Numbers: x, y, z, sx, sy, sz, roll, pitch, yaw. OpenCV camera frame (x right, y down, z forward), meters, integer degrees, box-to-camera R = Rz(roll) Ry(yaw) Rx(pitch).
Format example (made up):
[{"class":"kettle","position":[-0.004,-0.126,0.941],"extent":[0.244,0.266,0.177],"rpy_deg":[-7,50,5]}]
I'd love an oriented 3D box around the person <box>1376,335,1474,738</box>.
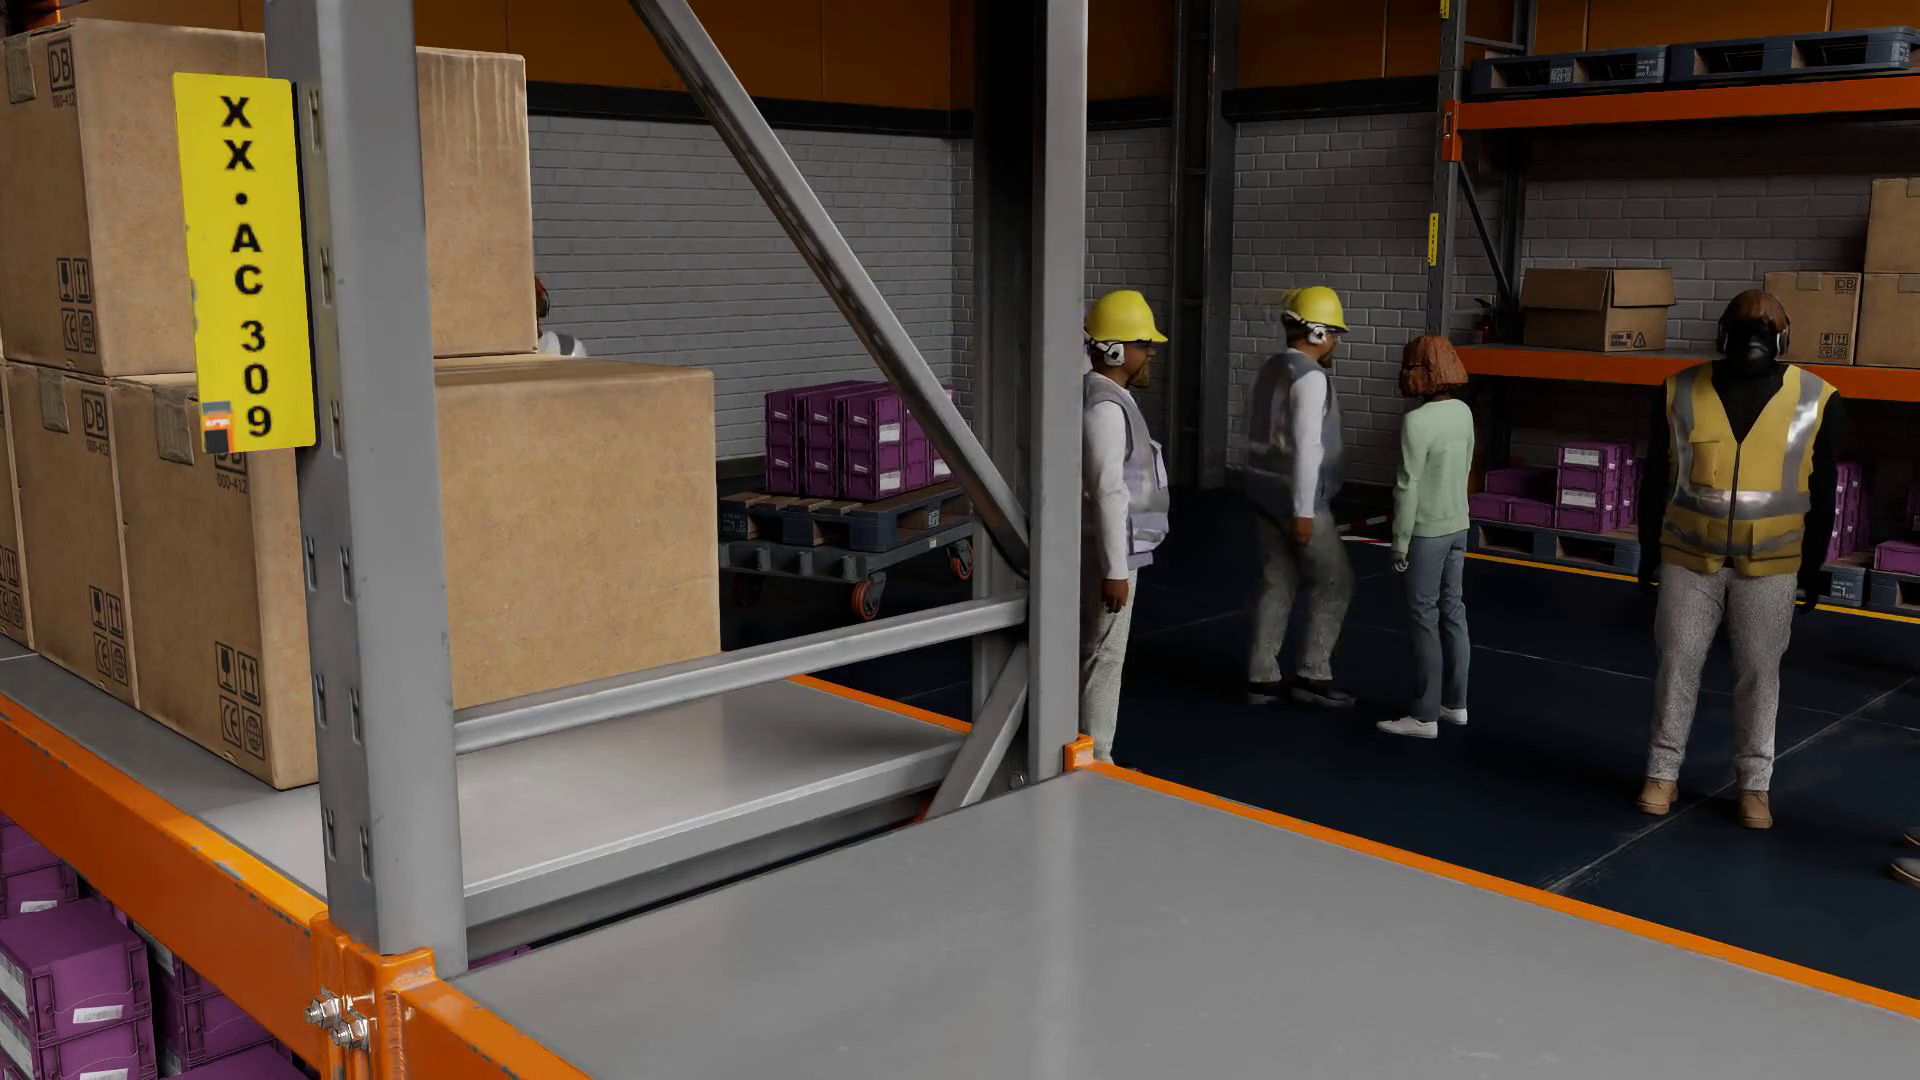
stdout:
[{"class":"person","position":[1.909,-0.014,6.764],"extent":[0.288,1.626,0.497],"rpy_deg":[10,14,43]}]

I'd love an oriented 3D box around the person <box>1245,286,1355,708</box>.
[{"class":"person","position":[1.494,-0.176,7.147],"extent":[0.593,1.799,0.608],"rpy_deg":[-2,11,-9]}]

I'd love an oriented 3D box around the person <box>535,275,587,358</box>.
[{"class":"person","position":[-2.031,-0.330,7.838],"extent":[0.593,1.865,0.420],"rpy_deg":[-2,11,-10]}]

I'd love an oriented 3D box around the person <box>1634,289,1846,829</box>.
[{"class":"person","position":[2.652,0.066,5.730],"extent":[0.628,1.843,0.429],"rpy_deg":[5,12,26]}]

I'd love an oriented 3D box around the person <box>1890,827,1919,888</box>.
[{"class":"person","position":[3.183,0.100,5.119],"extent":[0.376,1.997,0.612],"rpy_deg":[8,13,36]}]

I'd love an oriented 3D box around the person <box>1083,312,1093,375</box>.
[{"class":"person","position":[0.637,-0.590,9.914],"extent":[0.507,1.607,0.564],"rpy_deg":[-4,11,-21]}]

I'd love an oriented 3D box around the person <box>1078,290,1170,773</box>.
[{"class":"person","position":[0.541,0.033,5.931],"extent":[0.404,1.829,0.600],"rpy_deg":[0,10,0]}]

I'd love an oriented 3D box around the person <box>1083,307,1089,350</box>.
[{"class":"person","position":[0.693,-0.960,11.146],"extent":[0.409,1.908,0.639],"rpy_deg":[-7,13,-35]}]
